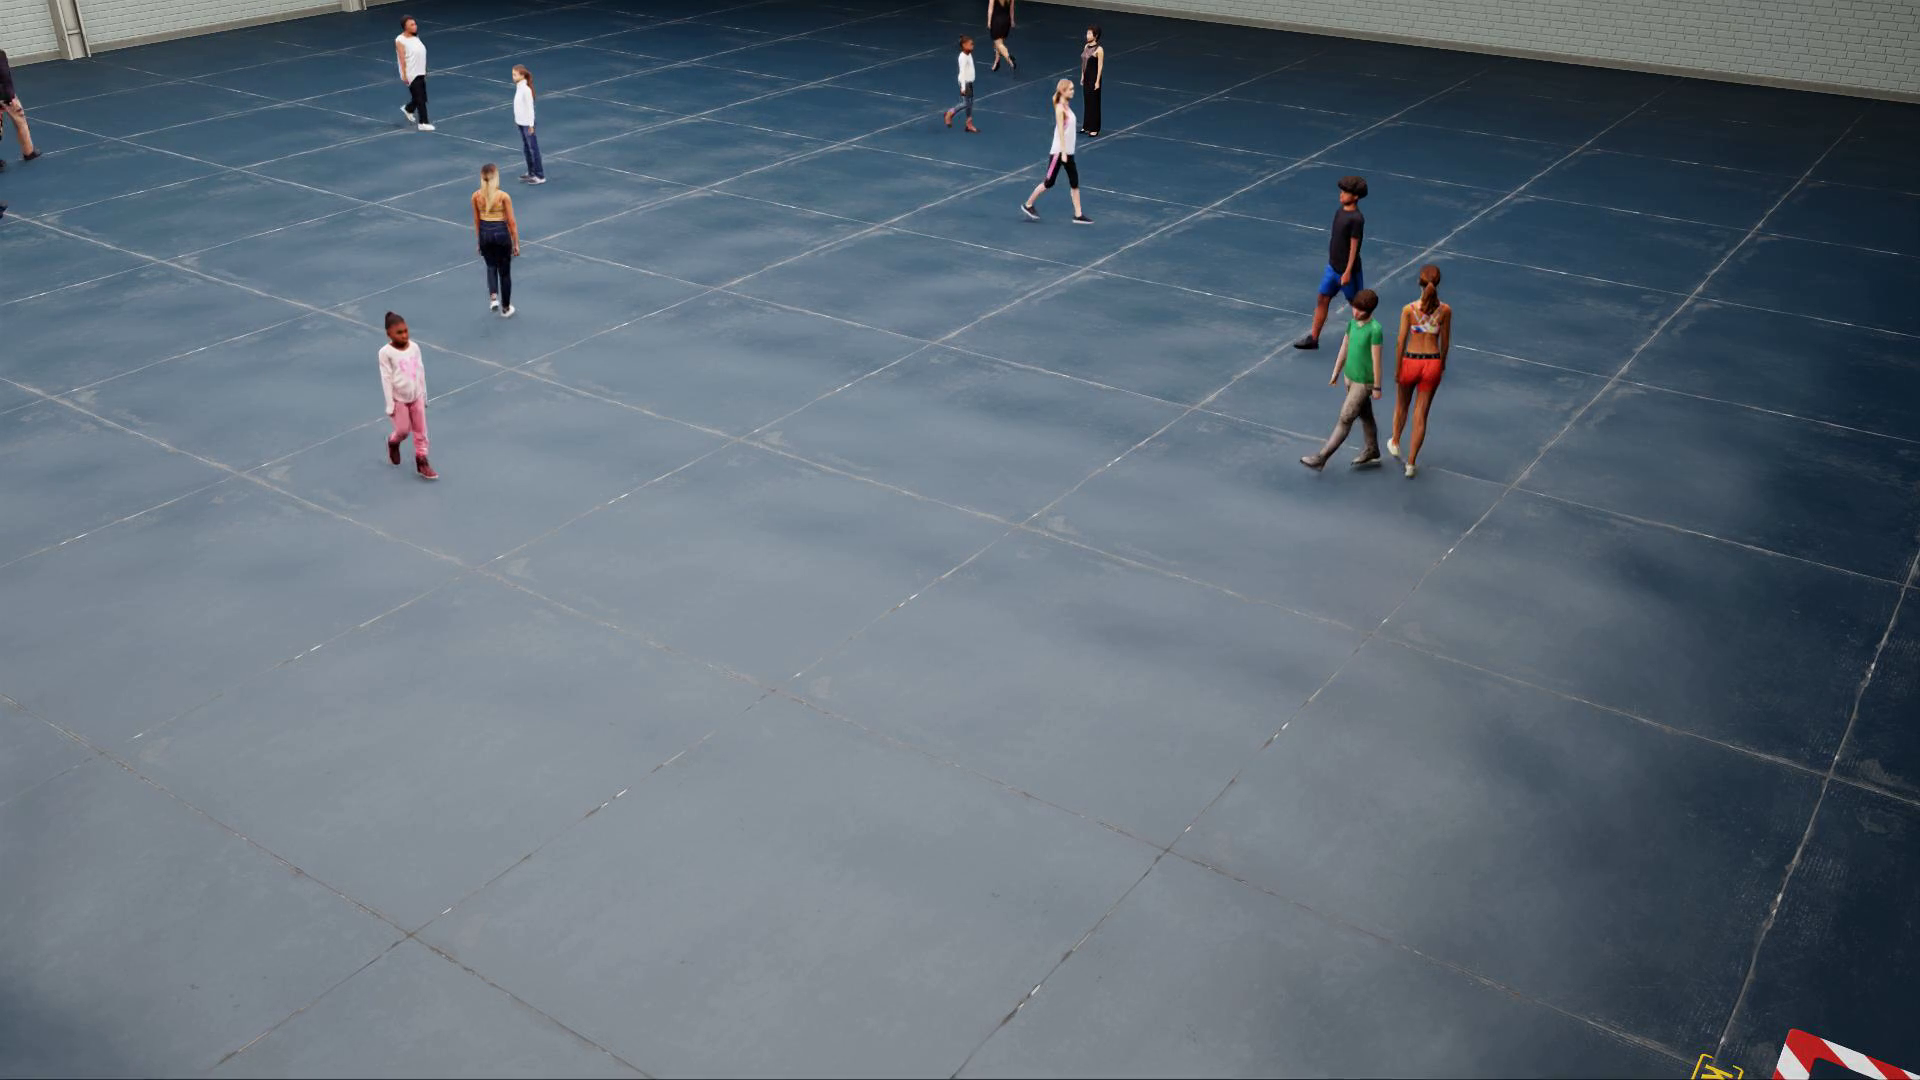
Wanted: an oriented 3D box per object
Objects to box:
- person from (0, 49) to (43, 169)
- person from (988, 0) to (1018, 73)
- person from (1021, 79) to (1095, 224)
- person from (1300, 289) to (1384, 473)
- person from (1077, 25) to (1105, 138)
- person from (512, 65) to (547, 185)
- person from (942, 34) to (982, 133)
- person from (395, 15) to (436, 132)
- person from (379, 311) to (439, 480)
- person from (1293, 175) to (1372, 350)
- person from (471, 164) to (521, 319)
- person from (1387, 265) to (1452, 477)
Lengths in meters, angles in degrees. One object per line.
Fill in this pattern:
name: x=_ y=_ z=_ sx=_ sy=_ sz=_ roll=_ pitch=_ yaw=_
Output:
person: x=-13.248 y=-6.065 z=22.844 sx=1.101 sy=1.895 sz=1.311 roll=1 pitch=27 yaw=3
person: x=0.731 y=-8.750 z=28.279 sx=1.039 sy=1.693 sz=0.921 roll=-18 pitch=32 yaw=-31
person: x=1.152 y=-4.742 z=20.435 sx=0.910 sy=1.747 sz=1.174 roll=9 pitch=29 yaw=17
person: x=3.445 y=-1.342 z=13.981 sx=1.152 sy=1.612 sz=1.009 roll=-9 pitch=29 yaw=-17
person: x=1.957 y=-6.788 z=24.567 sx=0.637 sy=1.603 sz=0.649 roll=-16 pitch=31 yaw=-28
person: x=-5.784 y=-5.570 z=22.250 sx=0.597 sy=1.558 sz=0.595 roll=-19 pitch=33 yaw=-33
person: x=0.027 y=-6.784 z=24.735 sx=0.762 sy=1.442 sz=0.814 roll=6 pitch=28 yaw=12
person: x=-8.211 y=-6.997 z=24.893 sx=0.881 sy=1.675 sz=0.875 roll=6 pitch=28 yaw=12
person: x=-4.684 y=-1.218 z=13.932 sx=0.684 sy=1.436 sz=0.769 roll=24 pitch=35 yaw=38
person: x=3.893 y=-2.720 z=16.498 sx=1.246 sy=1.758 sz=1.061 roll=-10 pitch=29 yaw=-18
person: x=-4.868 y=-3.091 z=17.371 sx=0.729 sy=1.617 sz=0.778 roll=0 pitch=27 yaw=0
person: x=3.847 y=-1.371 z=13.866 sx=0.797 sy=1.767 sz=0.960 roll=6 pitch=28 yaw=11
